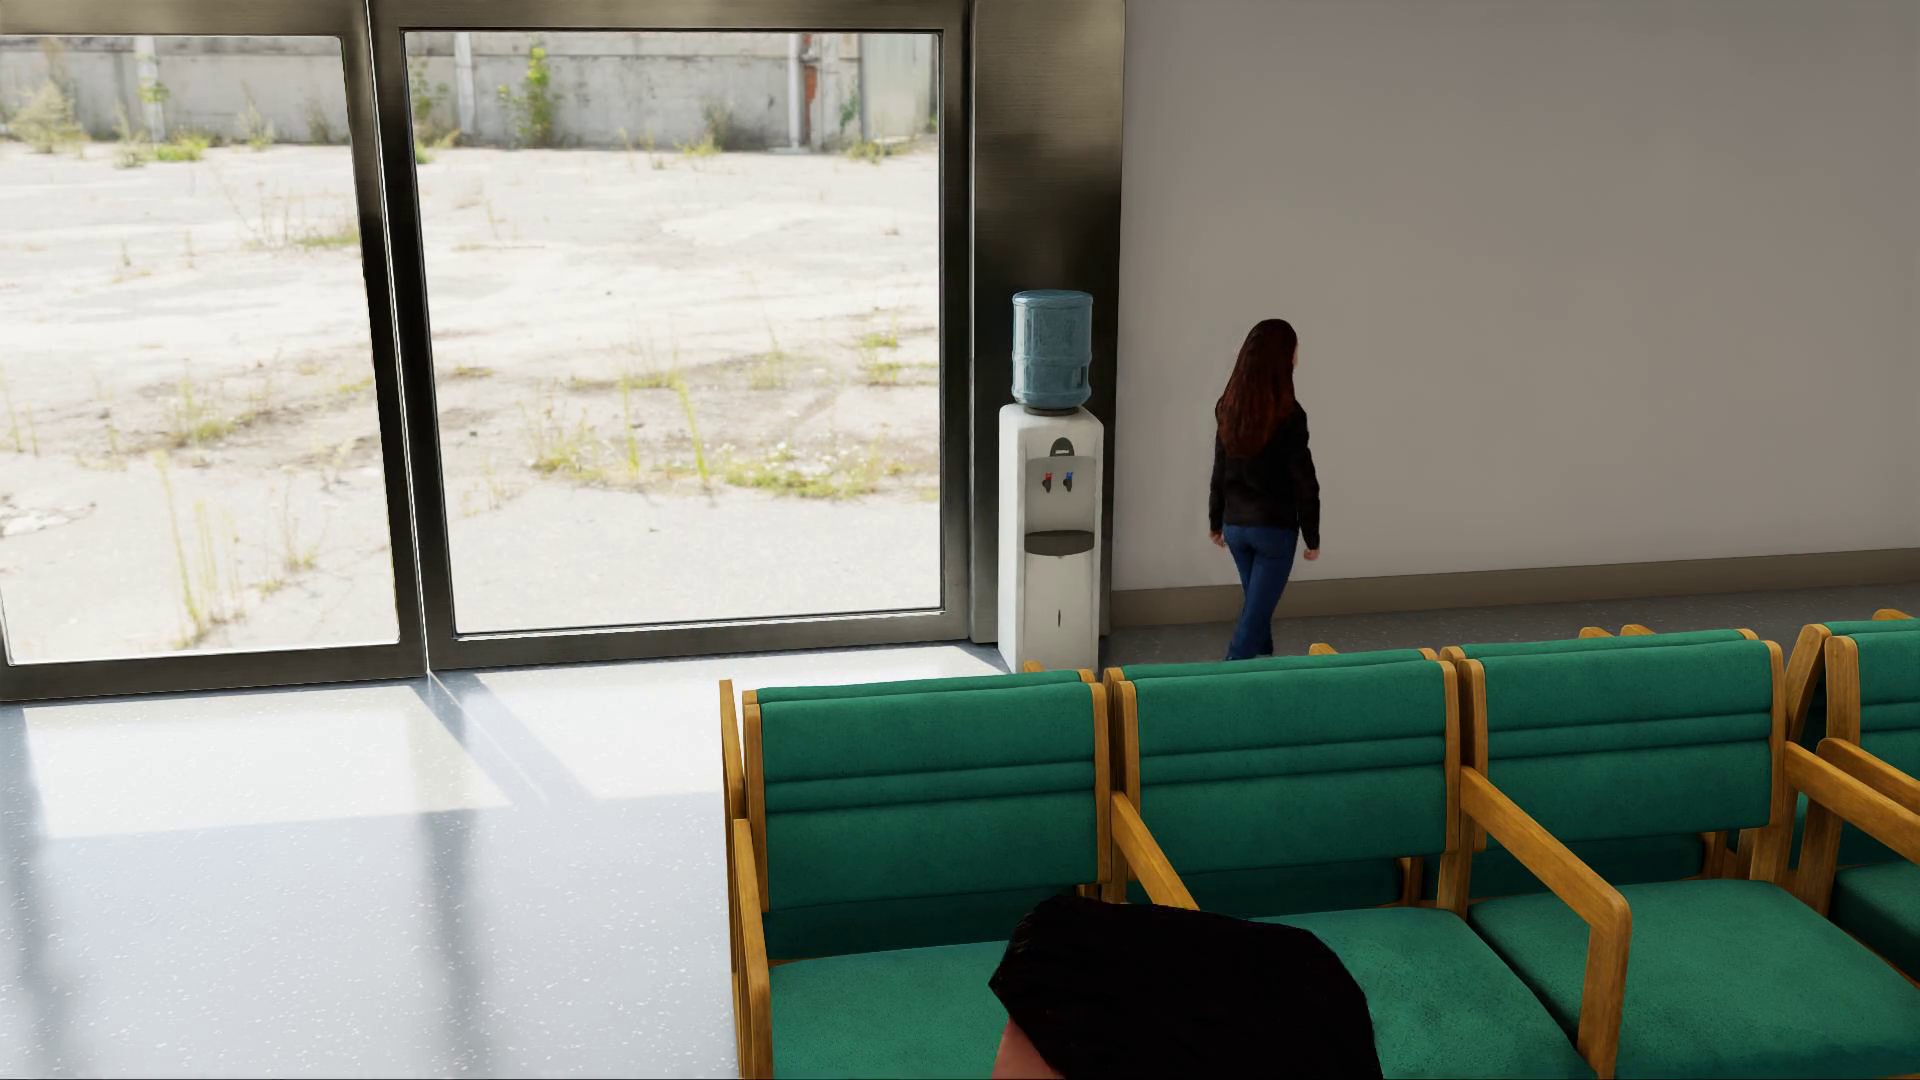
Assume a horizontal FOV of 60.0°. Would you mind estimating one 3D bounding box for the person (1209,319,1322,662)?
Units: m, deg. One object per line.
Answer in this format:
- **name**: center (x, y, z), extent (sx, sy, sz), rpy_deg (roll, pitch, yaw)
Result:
- **person**: center (1.047, -0.043, 5.964), extent (0.880, 1.462, 0.889), rpy_deg (-13, 20, -39)
